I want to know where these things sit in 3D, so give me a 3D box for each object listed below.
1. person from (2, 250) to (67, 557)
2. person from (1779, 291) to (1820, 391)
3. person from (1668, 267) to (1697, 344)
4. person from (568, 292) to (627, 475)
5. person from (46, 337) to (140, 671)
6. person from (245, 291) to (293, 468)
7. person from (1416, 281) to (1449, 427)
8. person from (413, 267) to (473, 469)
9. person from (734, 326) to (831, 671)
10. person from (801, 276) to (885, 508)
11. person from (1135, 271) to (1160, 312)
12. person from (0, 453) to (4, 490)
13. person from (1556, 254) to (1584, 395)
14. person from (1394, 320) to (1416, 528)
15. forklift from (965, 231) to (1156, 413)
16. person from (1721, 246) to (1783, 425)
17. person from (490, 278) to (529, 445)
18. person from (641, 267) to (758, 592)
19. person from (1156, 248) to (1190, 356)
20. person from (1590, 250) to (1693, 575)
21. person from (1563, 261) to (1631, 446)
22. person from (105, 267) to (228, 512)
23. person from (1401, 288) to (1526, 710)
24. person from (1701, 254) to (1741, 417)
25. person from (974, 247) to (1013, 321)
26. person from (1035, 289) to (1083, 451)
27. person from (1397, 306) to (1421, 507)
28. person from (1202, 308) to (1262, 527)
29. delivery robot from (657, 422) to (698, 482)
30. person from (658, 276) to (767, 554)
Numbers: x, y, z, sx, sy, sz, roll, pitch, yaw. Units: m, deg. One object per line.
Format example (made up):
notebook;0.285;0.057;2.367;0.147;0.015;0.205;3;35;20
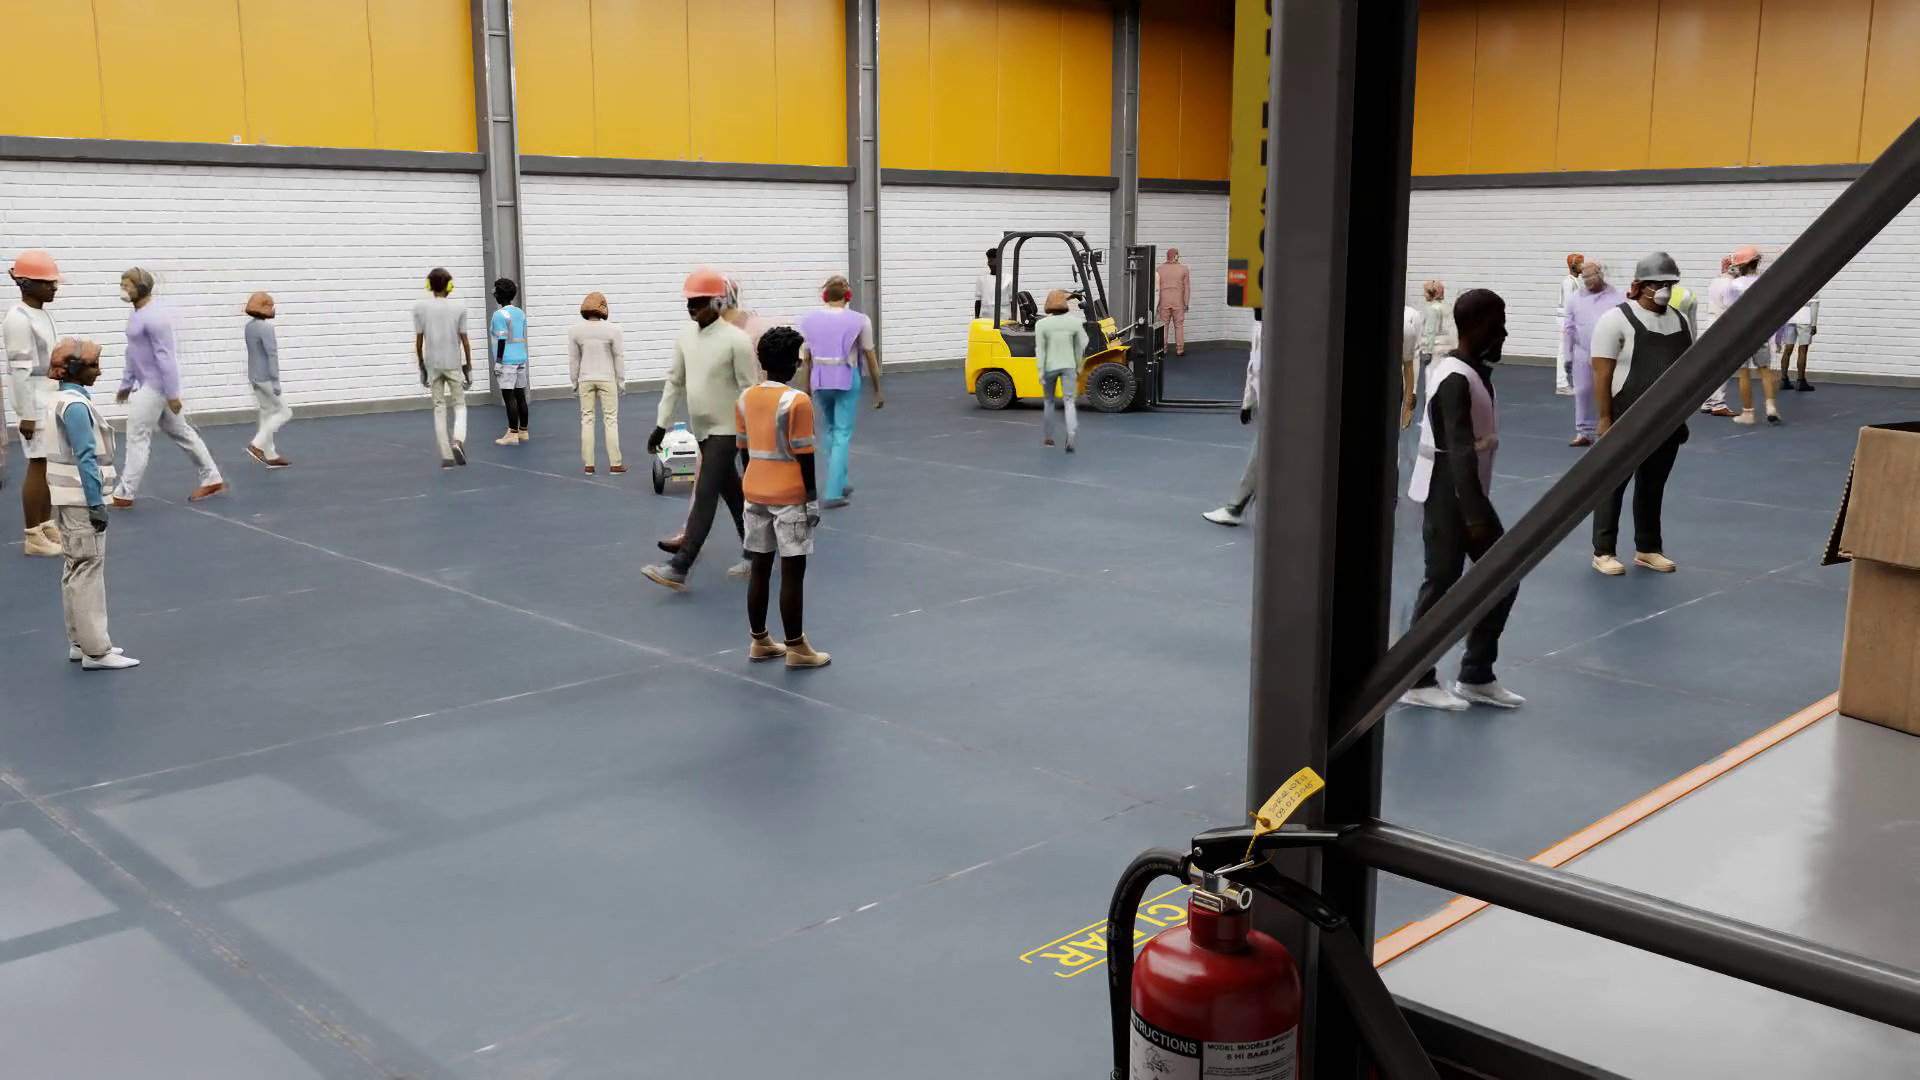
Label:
person;-6.101;-0.902;11.100;0.413;2.035;0.610;-2;11;-13
person;11.556;-3.014;22.861;0.377;1.938;0.547;-5;11;-25
person;7.986;-2.209;18.843;0.651;1.797;0.929;4;11;23
person;-3.232;-1.394;14.856;0.498;1.633;0.284;1;10;4
person;-4.319;-0.177;8.204;0.310;1.640;0.514;-8;13;-37
person;-6.345;-1.454;15.181;0.530;1.619;0.371;10;14;43
person;5.304;-2.079;18.613;0.320;1.630;0.524;5;11;25
person;-4.701;-1.553;15.162;0.498;1.848;0.456;-2;11;-10
person;-0.885;-0.204;8.206;0.533;1.693;0.319;9;14;41
person;-0.914;-1.186;13.245;0.590;1.804;0.880;4;11;21
person;2.924;-3.669;26.475;0.372;1.922;0.585;-7;13;-34
person;-5.675;-0.364;9.256;0.547;1.614;0.599;1;10;4
person;8.222;-2.901;22.395;0.354;1.883;0.573;5;11;23
person;3.006;-0.976;12.003;0.517;1.841;0.324;5;12;28
forklift;1.222;-2.721;20.561;2.313;2.155;1.214;2;11;13
person;8.913;-2.293;18.752;0.667;2.011;0.545;0;10;3
person;-4.606;-1.815;16.980;0.316;1.695;0.542;2;11;11
person;-1.541;-0.667;10.053;0.608;1.928;1.075;10;14;44
person;3.745;-4.191;29.388;0.643;1.902;0.400;3;11;17
person;4.343;-0.796;10.487;0.673;2.000;0.535;-3;11;-16
person;6.468;-1.852;16.727;0.795;1.874;0.414;4;11;22
person;-6.314;-1.191;13.067;1.026;1.894;0.628;-7;12;-33
person;2.296;-0.150;7.361;0.675;1.896;0.597;6;12;31
person;9.081;-2.425;19.735;0.400;1.910;0.643;1;10;5
person;0.478;-3.026;22.849;0.613;1.962;0.367;4;11;20
person;0.998;-1.699;16.603;0.498;1.605;0.750;-1;10;-6
person;3.308;-1.197;13.097;0.584;1.882;0.337;3;11;17
person;2.262;-1.017;12.158;0.955;1.871;0.613;-2;11;-10
delivery robot;-2.360;-0.748;14.020;0.477;0.478;0.707;-3;11;-15
person;-1.553;-0.807;11.036;0.659;1.853;0.984;8;13;36
